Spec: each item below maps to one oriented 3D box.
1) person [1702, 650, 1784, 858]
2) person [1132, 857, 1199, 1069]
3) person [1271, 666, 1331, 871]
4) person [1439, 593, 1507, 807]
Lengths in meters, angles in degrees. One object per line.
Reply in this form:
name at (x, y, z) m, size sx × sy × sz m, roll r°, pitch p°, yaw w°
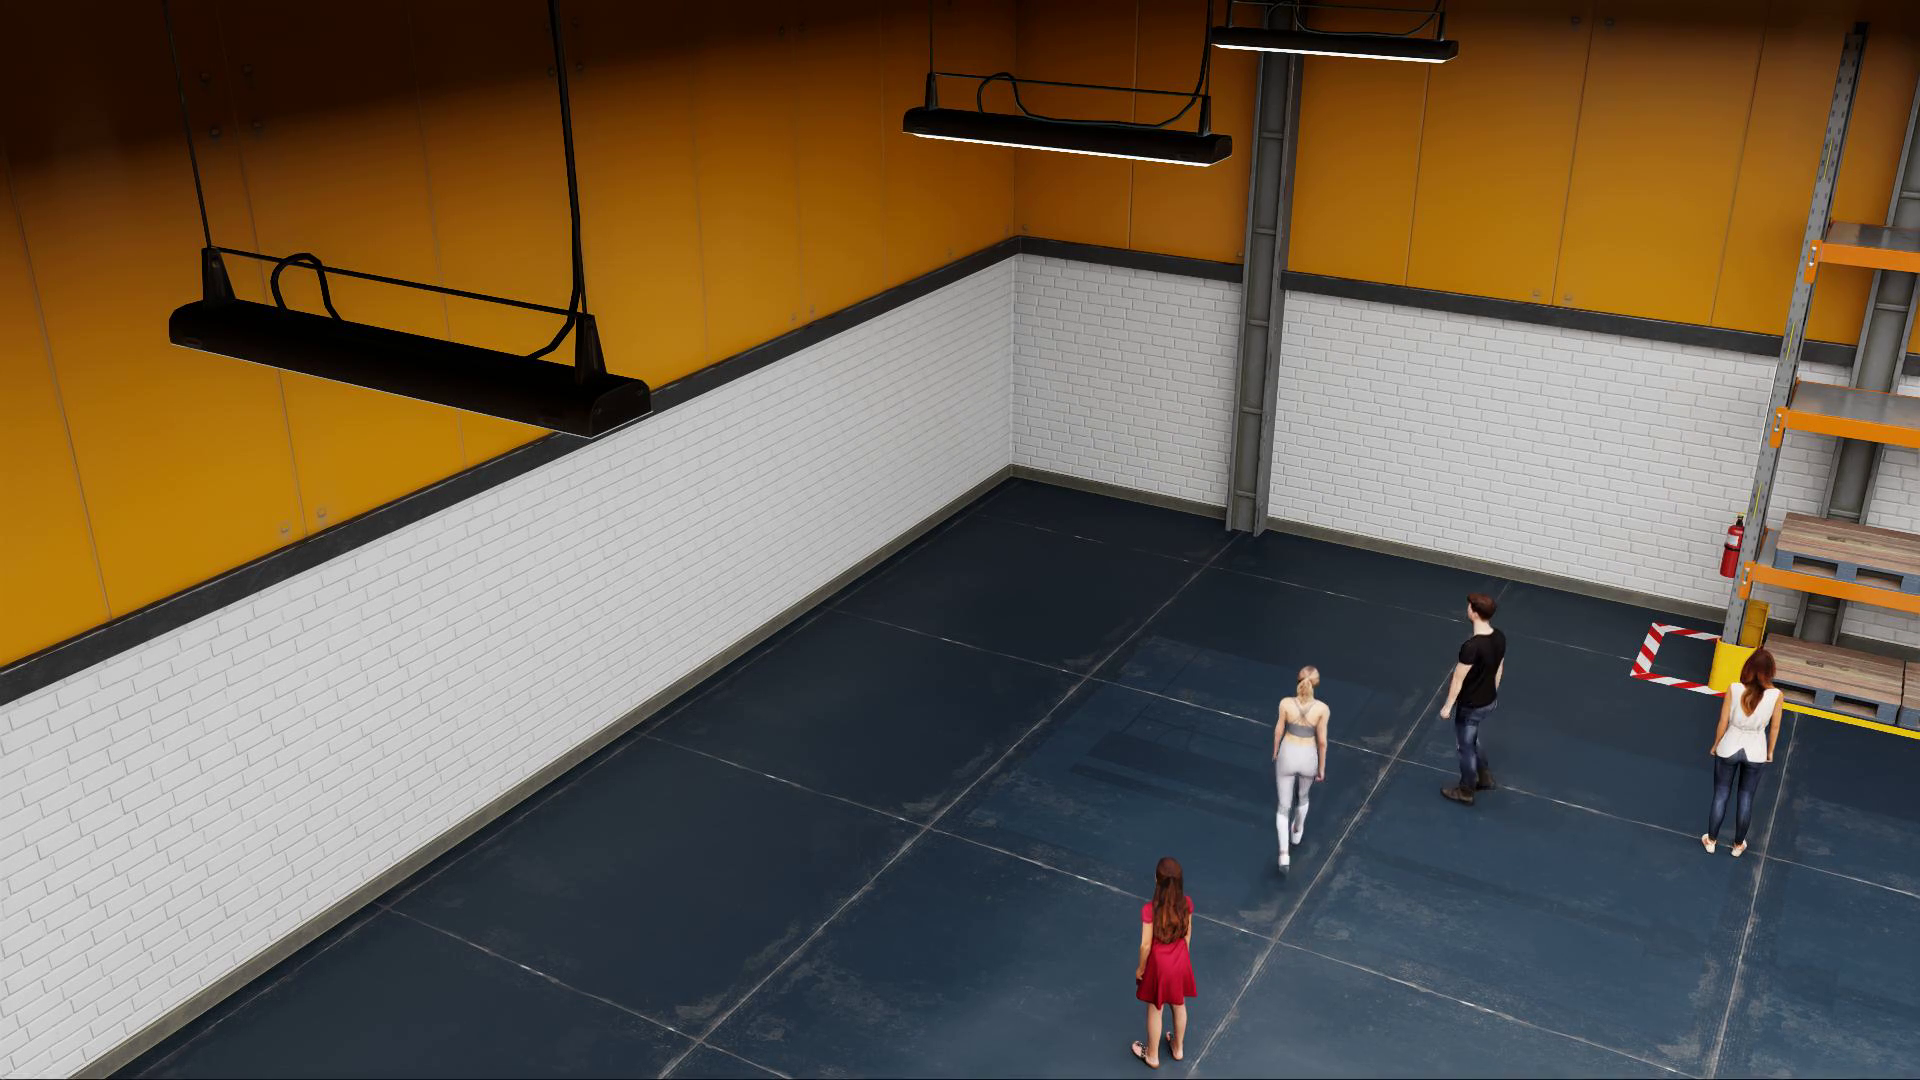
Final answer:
person at (6.119, 1.668, 13.010) m, size 0.508 × 1.785 × 0.687 m, roll 9°, pitch 25°, yaw 20°
person at (1.339, 2.745, 10.837) m, size 0.681 × 1.553 × 0.741 m, roll -9°, pitch 25°, yaw -19°
person at (2.601, 1.779, 12.893) m, size 1.075 × 1.675 × 0.862 m, roll 4°, pitch 24°, yaw 10°
person at (4.294, 1.359, 13.598) m, size 0.763 × 1.881 × 0.790 m, roll -21°, pitch 31°, yaw -39°
